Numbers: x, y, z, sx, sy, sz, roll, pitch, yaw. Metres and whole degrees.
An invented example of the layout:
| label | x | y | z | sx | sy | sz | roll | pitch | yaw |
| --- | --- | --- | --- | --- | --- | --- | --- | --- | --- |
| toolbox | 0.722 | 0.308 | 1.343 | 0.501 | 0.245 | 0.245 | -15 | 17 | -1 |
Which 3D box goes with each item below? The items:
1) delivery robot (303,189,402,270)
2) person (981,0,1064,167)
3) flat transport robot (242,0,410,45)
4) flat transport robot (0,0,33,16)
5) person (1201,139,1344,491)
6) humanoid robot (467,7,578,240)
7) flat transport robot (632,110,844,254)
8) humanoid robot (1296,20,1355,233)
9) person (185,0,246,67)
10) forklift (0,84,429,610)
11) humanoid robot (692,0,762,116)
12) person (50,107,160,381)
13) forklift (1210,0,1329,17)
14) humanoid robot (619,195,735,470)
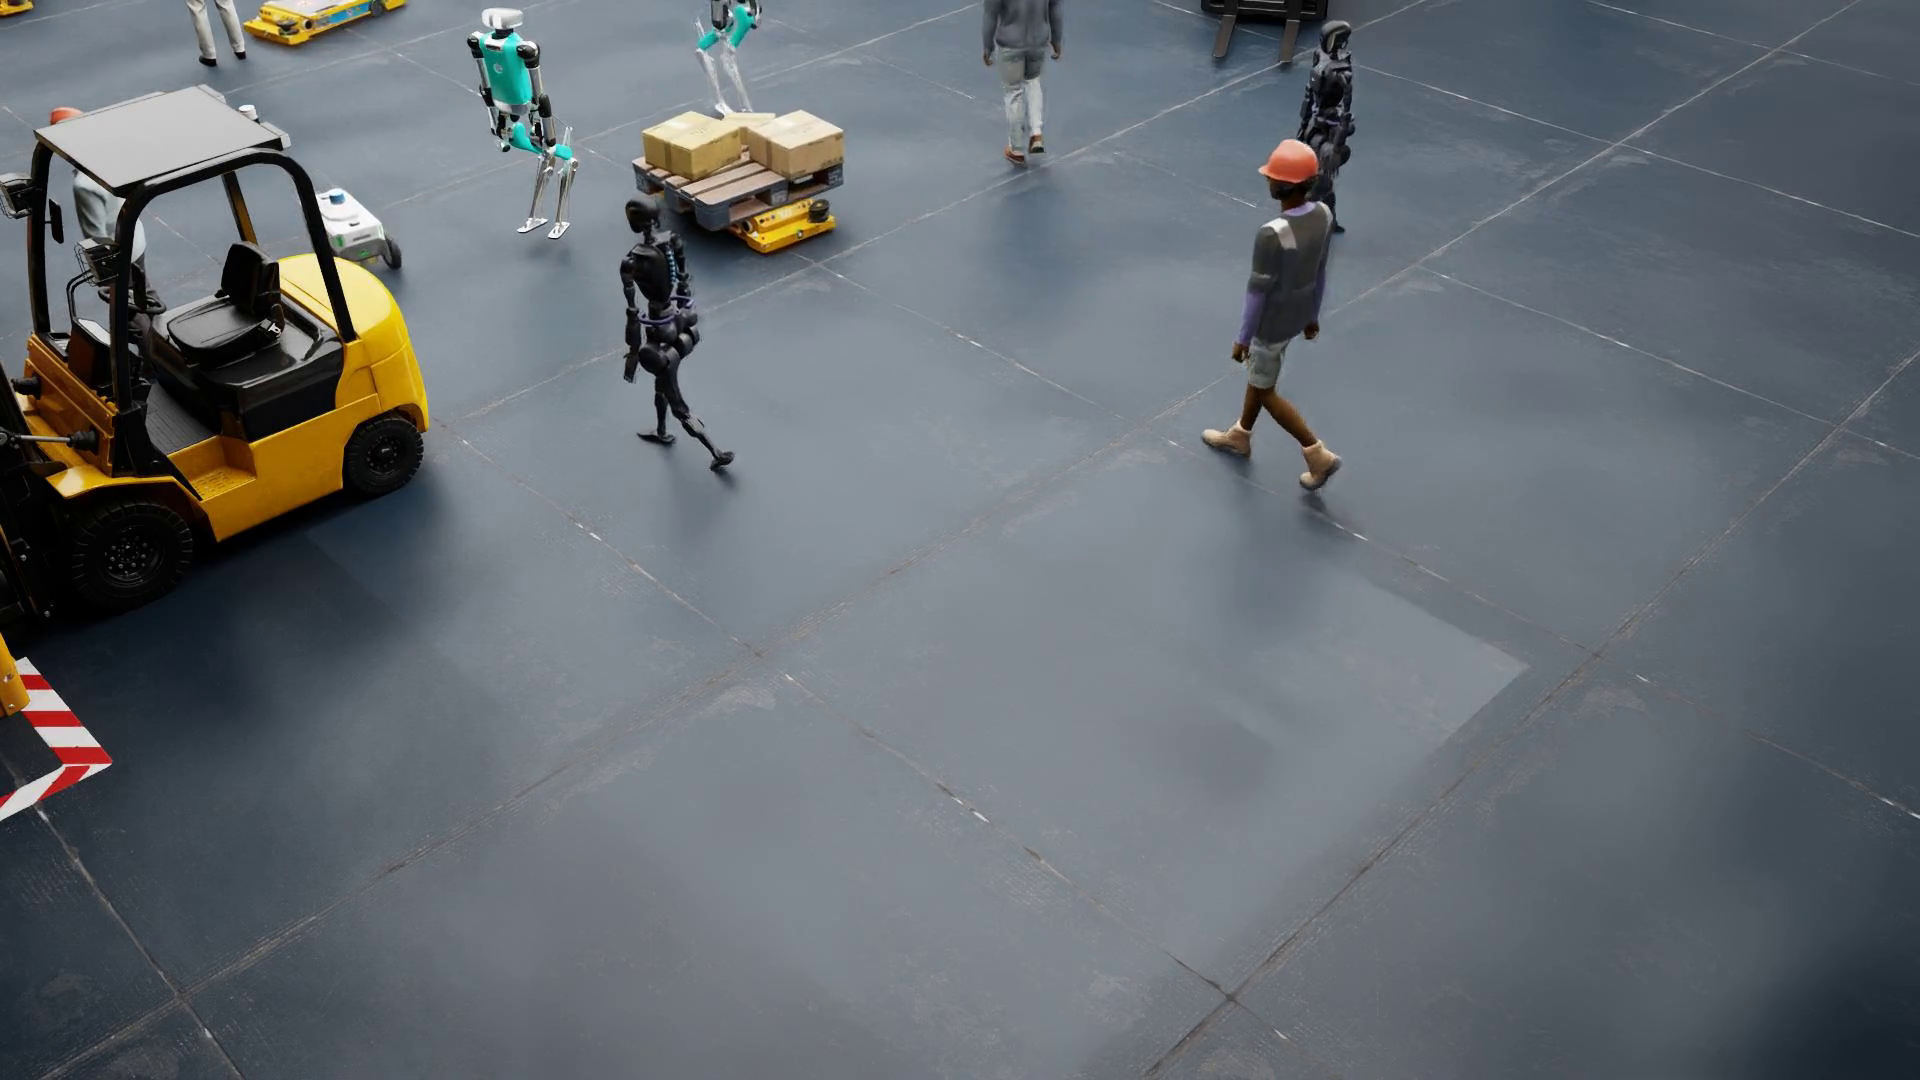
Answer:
| label | x | y | z | sx | sy | sz | roll | pitch | yaw |
| --- | --- | --- | --- | --- | --- | --- | --- | --- | --- |
| delivery robot | -4.289 | -2.141 | 11.641 | 0.499 | 0.614 | 0.791 | -25 | 43 | -30 |
| person | 0.453 | -3.798 | 12.689 | 0.637 | 1.928 | 0.450 | -11 | 38 | -15 |
| flat transport robot | -5.988 | -5.036 | 15.737 | 0.659 | 0.231 | 1.431 | 22 | 42 | 26 |
| flat transport robot | -9.609 | -5.311 | 16.106 | 1.431 | 0.231 | 0.659 | 30 | 46 | 34 |
| person | 1.812 | -1.211 | 9.164 | 0.885 | 2.018 | 0.611 | 26 | 44 | 31 |
| humanoid robot | -2.947 | -2.951 | 11.609 | 0.533 | 1.677 | 0.735 | 15 | 39 | 19 |
| flat transport robot | -1.632 | -2.544 | 12.403 | 0.659 | 0.231 | 1.431 | -28 | 45 | -32 |
| humanoid robot | 2.500 | -2.835 | 11.631 | 0.713 | 1.628 | 0.584 | -13 | 39 | -16 |
| person | -6.651 | -5.026 | 14.460 | 0.539 | 1.784 | 0.388 | -25 | 43 | -29 |
| forklift | -4.145 | -1.093 | 8.856 | 2.313 | 2.155 | 1.214 | -31 | 47 | -34 |
| humanoid robot | -1.930 | -4.317 | 13.547 | 0.734 | 1.784 | 0.532 | 26 | 44 | 31 |
| person | -5.187 | -1.807 | 10.188 | 0.349 | 1.738 | 0.571 | -3 | 37 | -4 |
| forklift | 3.106 | -6.400 | 15.960 | 1.214 | 2.155 | 2.313 | 8 | 37 | 10 |
| humanoid robot | -1.619 | -1.156 | 9.415 | 0.747 | 1.646 | 0.608 | 17 | 40 | 22 |
